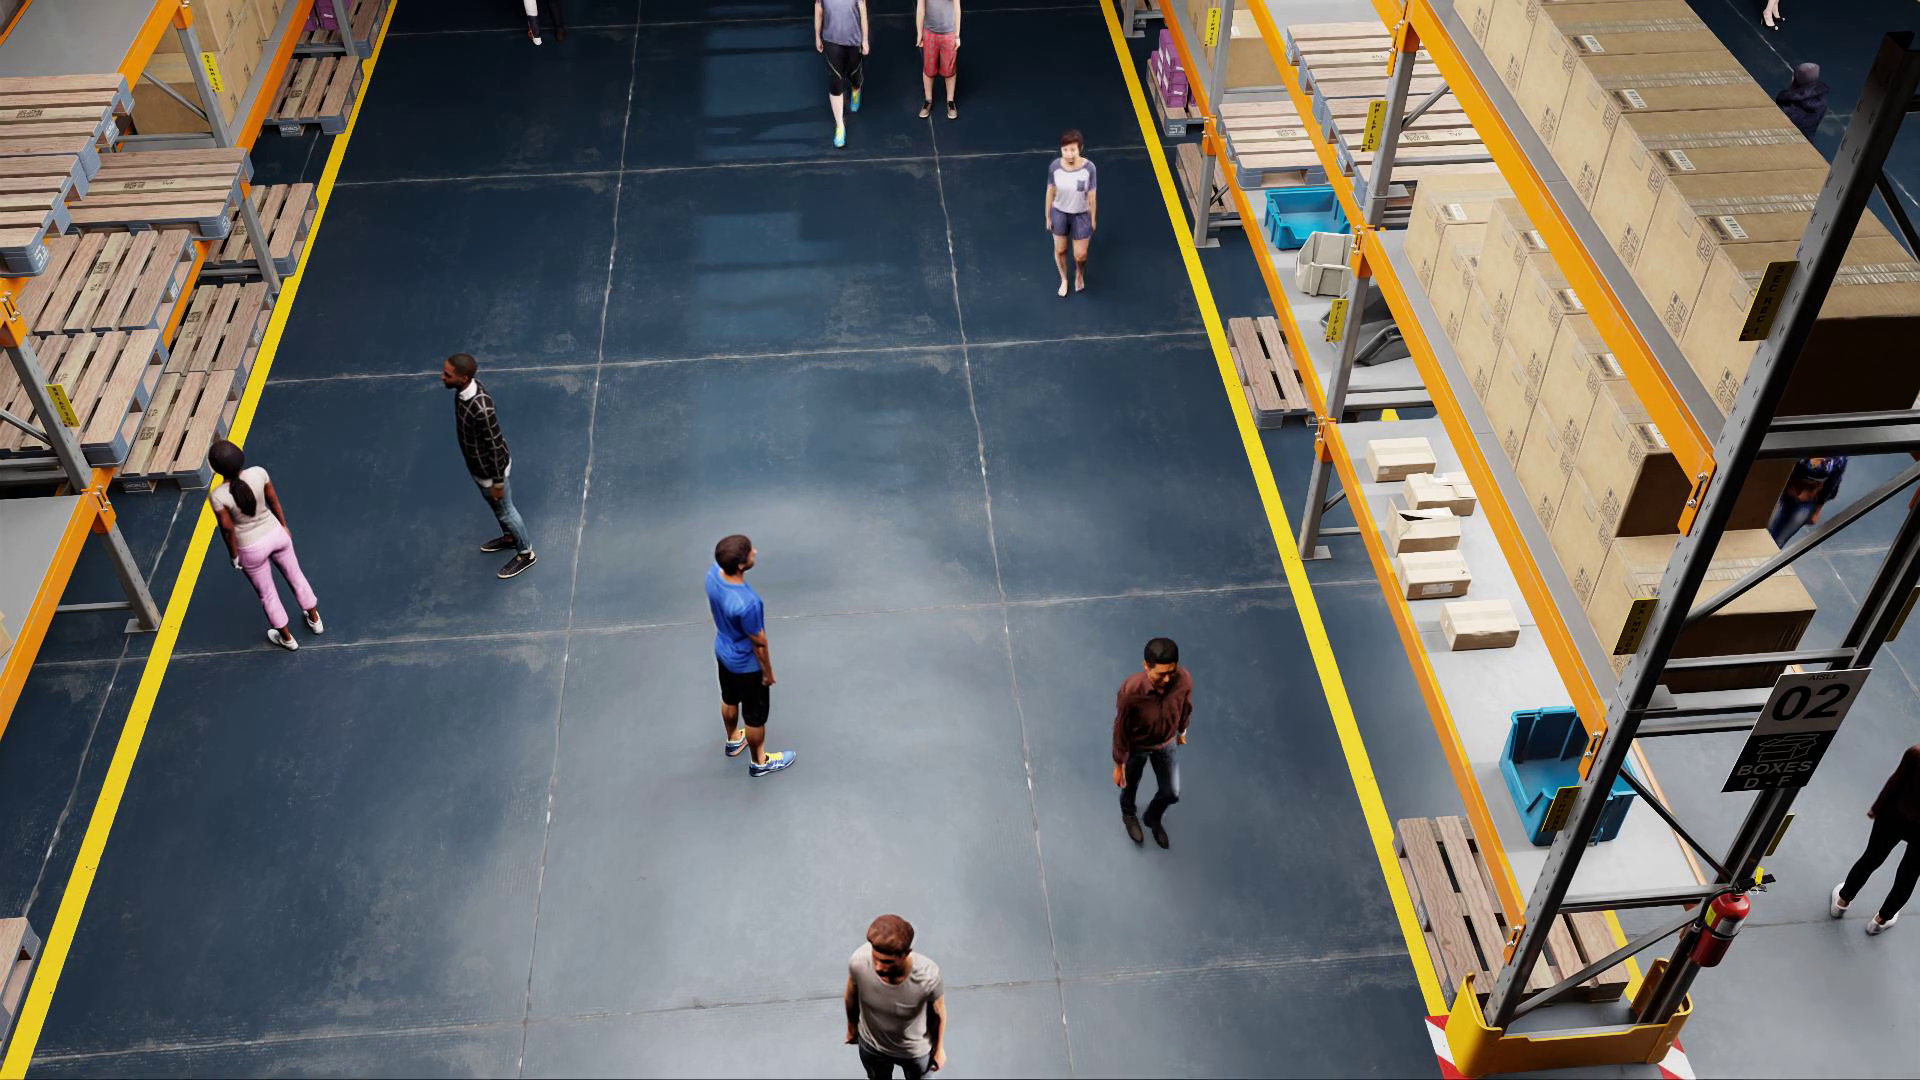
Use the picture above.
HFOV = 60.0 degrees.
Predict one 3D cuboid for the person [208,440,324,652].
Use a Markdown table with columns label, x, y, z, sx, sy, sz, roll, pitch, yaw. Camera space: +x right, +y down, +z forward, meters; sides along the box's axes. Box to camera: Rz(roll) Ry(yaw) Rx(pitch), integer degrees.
| label | x | y | z | sx | sy | sz | roll | pitch | yaw |
| --- | --- | --- | --- | --- | --- | --- | --- | --- | --- |
| person | -4.540 | 0.026 | 10.806 | 0.705 | 1.740 | 0.650 | 32 | 52 | 29 |

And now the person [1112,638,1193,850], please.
| label | x | y | z | sx | sy | sz | roll | pitch | yaw |
| --- | --- | --- | --- | --- | --- | --- | --- | --- | --- |
| person | 1.056 | 1.112 | 9.649 | 0.707 | 1.763 | 0.673 | -9 | 44 | -10 |

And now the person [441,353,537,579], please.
| label | x | y | z | sx | sy | sz | roll | pitch | yaw |
| --- | --- | --- | --- | --- | --- | --- | --- | --- | --- |
| person | -3.208 | -0.531 | 11.332 | 0.811 | 1.820 | 0.657 | -23 | 48 | -22 |

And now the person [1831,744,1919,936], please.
| label | x | y | z | sx | sy | sz | roll | pitch | yaw |
| --- | --- | --- | --- | --- | --- | --- | --- | --- | --- |
| person | 5.275 | 1.582 | 9.199 | 0.662 | 1.704 | 0.720 | 30 | 51 | 27 |

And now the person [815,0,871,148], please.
| label | x | y | z | sx | sy | sz | roll | pitch | yaw |
| --- | --- | --- | --- | --- | --- | --- | --- | --- | --- |
| person | -1.090 | -4.730 | 15.716 | 0.693 | 1.853 | 1.116 | -1 | 44 | -1 |

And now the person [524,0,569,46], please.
| label | x | y | z | sx | sy | sz | roll | pitch | yaw |
| --- | --- | --- | --- | --- | --- | --- | --- | --- | --- |
| person | -4.397 | -6.024 | 17.045 | 0.719 | 1.893 | 0.644 | -10 | 45 | -10 |

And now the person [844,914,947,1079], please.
| label | x | y | z | sx | sy | sz | roll | pitch | yaw |
| --- | --- | --- | --- | --- | --- | --- | --- | --- | --- |
| person | -0.310 | 2.427 | 8.172 | 0.737 | 1.897 | 0.686 | 11 | 45 | 12 |

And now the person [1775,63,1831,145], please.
| label | x | y | z | sx | sy | sz | roll | pitch | yaw |
| --- | --- | --- | --- | --- | --- | --- | --- | --- | --- |
| person | 7.162 | -3.304 | 14.357 | 0.765 | 1.664 | 0.768 | -17 | 46 | -17 |

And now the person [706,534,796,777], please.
| label | x | y | z | sx | sy | sz | roll | pitch | yaw |
| --- | --- | --- | --- | --- | --- | --- | --- | --- | --- |
| person | -1.322 | 0.689 | 10.018 | 0.762 | 1.866 | 0.671 | -30 | 51 | -28 |

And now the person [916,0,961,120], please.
| label | x | y | z | sx | sy | sz | roll | pitch | yaw |
| --- | --- | --- | --- | --- | --- | --- | --- | --- | --- |
| person | -0.196 | -4.881 | 16.021 | 0.611 | 1.651 | 0.571 | 3 | 44 | 3 |

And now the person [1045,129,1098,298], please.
| label | x | y | z | sx | sy | sz | roll | pitch | yaw |
| --- | --- | --- | --- | --- | --- | --- | --- | --- | --- |
| person | 0.943 | -2.758 | 13.867 | 0.650 | 1.548 | 0.646 | 9 | 44 | 9 |
